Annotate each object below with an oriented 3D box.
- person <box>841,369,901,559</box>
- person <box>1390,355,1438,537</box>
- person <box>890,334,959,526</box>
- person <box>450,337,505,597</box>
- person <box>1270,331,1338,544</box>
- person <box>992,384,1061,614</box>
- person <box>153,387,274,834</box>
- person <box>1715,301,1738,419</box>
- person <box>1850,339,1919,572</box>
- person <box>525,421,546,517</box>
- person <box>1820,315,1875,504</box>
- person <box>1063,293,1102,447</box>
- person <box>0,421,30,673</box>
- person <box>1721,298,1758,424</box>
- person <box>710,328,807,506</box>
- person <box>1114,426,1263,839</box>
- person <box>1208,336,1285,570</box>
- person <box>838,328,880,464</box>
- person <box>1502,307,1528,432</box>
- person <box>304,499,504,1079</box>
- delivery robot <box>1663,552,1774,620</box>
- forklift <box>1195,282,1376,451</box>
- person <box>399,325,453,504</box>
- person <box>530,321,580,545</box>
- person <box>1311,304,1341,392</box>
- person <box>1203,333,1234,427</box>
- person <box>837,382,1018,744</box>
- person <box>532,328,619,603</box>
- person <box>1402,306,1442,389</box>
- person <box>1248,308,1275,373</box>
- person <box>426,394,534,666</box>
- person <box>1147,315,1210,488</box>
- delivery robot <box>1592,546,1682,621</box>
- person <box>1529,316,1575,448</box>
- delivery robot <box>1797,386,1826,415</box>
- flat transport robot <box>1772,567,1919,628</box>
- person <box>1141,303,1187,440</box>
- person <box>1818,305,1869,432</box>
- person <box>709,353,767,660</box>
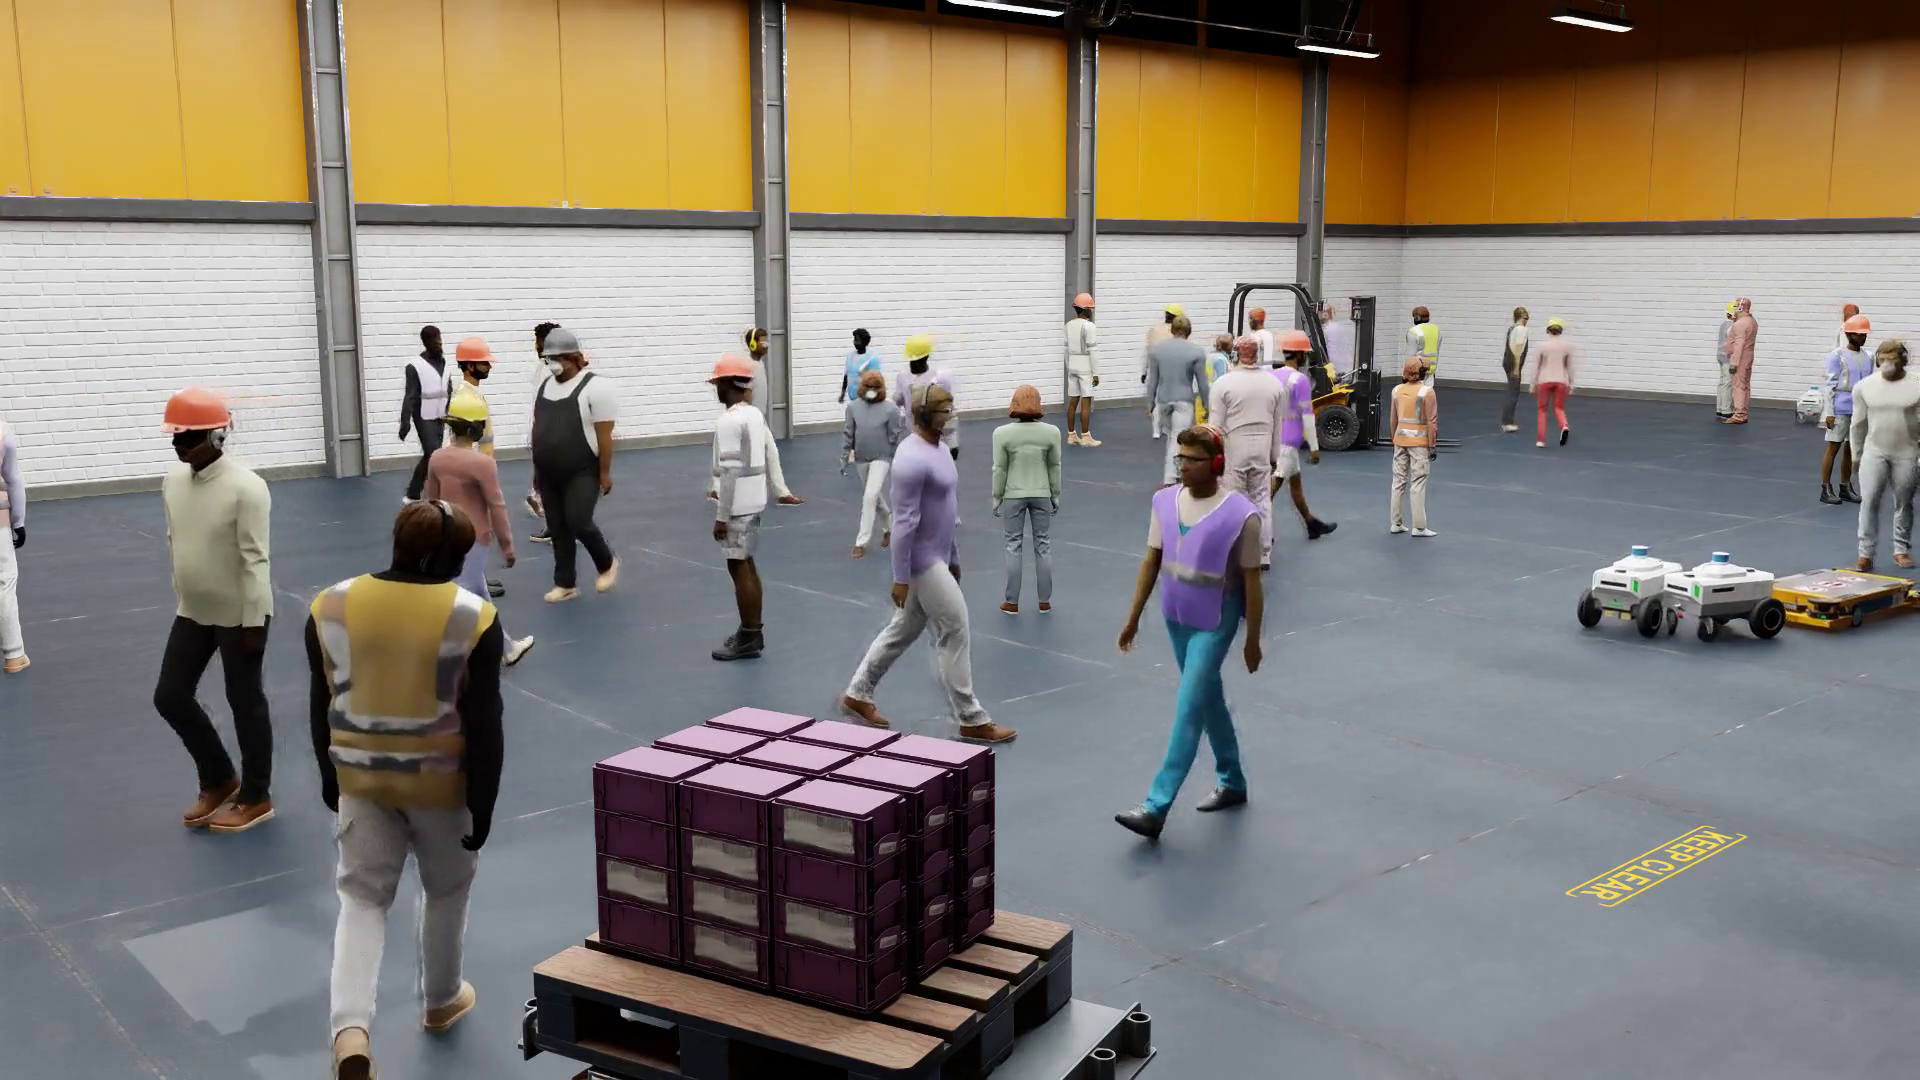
[{"bbox_3d":[-0.721,-0.678,14.227,0.507,1.593,0.838,5,11,25],"label":"person"},{"bbox_3d":[4.105,-0.846,15.065,0.308,1.640,0.510,-7,12,-34],"label":"person"},{"bbox_3d":[-0.338,-0.937,15.007,0.972,1.851,0.727,-9,13,-43],"label":"person"},{"bbox_3d":[-3.614,-0.545,12.429,0.373,1.939,0.545,-3,10,-15],"label":"person"},{"bbox_3d":[2.933,-0.892,14.634,1.009,1.880,0.563,-4,10,-21],"label":"person"},{"bbox_3d":[0.469,-0.284,11.791,0.500,1.633,0.279,-2,10,-10],"label":"person"},{"bbox_3d":[-3.250,0.321,7.238,0.637,1.974,0.492,4,11,23],"label":"person"},{"bbox_3d":[12.026,-2.800,25.940,0.403,1.834,0.588,2,10,10],"label":"person"},{"bbox_3d":[7.535,-0.679,13.448,0.636,1.882,0.719,8,12,38],"label":"person"},{"bbox_3d":[-3.873,-1.075,15.887,0.927,1.835,0.542,6,11,30],"label":"person"},{"bbox_3d":[9.111,-1.331,17.032,0.545,1.938,0.361,-3,10,-16],"label":"person"},{"bbox_3d":[1.635,-2.255,22.136,0.370,2.044,0.608,-7,12,-37],"label":"person"},{"bbox_3d":[-5.971,-0.086,10.025,0.623,1.844,0.429,-5,11,-27],"label":"person"},{"bbox_3d":[11.773,-2.700,25.138,0.399,1.910,0.643,9,13,41],"label":"person"},{"bbox_3d":[-2.103,-1.240,16.874,1.015,1.821,0.538,3,10,16],"label":"person"},{"bbox_3d":[1.002,0.395,7.345,0.969,1.795,0.575,-7,12,-36],"label":"person"},{"bbox_3d":[2.280,-0.686,13.396,0.640,1.898,0.395,-4,10,-20],"label":"person"},{"bbox_3d":[-1.203,-1.791,20.510,0.818,1.666,0.532,-9,13,-41],"label":"person"},{"bbox_3d":[8.044,-2.461,24.065,0.396,1.804,0.705,1,10,3],"label":"person"},{"bbox_3d":[-1.714,0.776,5.133,0.641,1.798,0.840,0,10,-2],"label":"person"},{"bbox_3d":[5.065,0.324,11.112,0.707,0.478,0.477,-4,10,-20],"label":"delivery robot"},{"bbox_3d":[4.328,-2.346,22.227,2.313,2.155,1.214,3,10,16],"label":"forklift"},{"bbox_3d":[-5.273,-1.169,16.308,0.732,1.879,0.634,3,10,18],"label":"person"},{"bbox_3d":[-3.560,-0.934,14.620,0.369,1.967,0.600,-9,13,-42],"label":"person"},{"bbox_3d":[5.221,-2.465,23.925,1.014,1.847,0.673,2,10,10],"label":"person"},{"bbox_3d":[3.134,-1.734,20.348,0.784,1.610,0.509,4,11,23],"label":"person"},{"bbox_3d":[-0.219,0.113,8.717,0.999,1.900,0.644,2,10,12],"label":"person"},{"bbox_3d":[-2.867,-0.549,12.152,0.694,2.000,0.558,5,11,27],"label":"person"},{"bbox_3d":[6.443,-2.354,23.322,0.622,1.839,0.429,-6,12,-33],"label":"person"},{"bbox_3d":[3.792,-2.029,21.297,0.386,1.880,0.591,8,12,38],"label":"person"},{"bbox_3d":[-2.853,-0.002,9.852,0.548,1.716,0.911,7,12,34],"label":"person"},{"bbox_3d":[2.415,-1.486,18.063,0.653,1.892,0.971,6,11,32],"label":"person"},{"bbox_3d":[4.626,0.284,11.349,0.707,0.478,0.477,-9,13,-42],"label":"delivery robot"},{"bbox_3d":[7.803,-2.060,21.865,0.550,1.745,0.557,1,10,4],"label":"person"},{"bbox_3d":[13.008,-2.108,25.352,0.477,0.478,0.707,7,12,36],"label":"delivery robot"},{"bbox_3d":[6.210,0.396,11.797,1.431,0.197,0.652,-7,12,-35],"label":"flat transport robot"},{"bbox_3d":[2.858,-2.344,23.125,0.716,1.877,0.689,5,11,26],"label":"person"},{"bbox_3d":[12.949,-2.495,24.173,0.735,1.830,0.635,5,11,26],"label":"person"},{"bbox_3d":[-1.431,-0.202,10.531,0.392,1.916,0.630,2,10,14],"label":"person"}]
